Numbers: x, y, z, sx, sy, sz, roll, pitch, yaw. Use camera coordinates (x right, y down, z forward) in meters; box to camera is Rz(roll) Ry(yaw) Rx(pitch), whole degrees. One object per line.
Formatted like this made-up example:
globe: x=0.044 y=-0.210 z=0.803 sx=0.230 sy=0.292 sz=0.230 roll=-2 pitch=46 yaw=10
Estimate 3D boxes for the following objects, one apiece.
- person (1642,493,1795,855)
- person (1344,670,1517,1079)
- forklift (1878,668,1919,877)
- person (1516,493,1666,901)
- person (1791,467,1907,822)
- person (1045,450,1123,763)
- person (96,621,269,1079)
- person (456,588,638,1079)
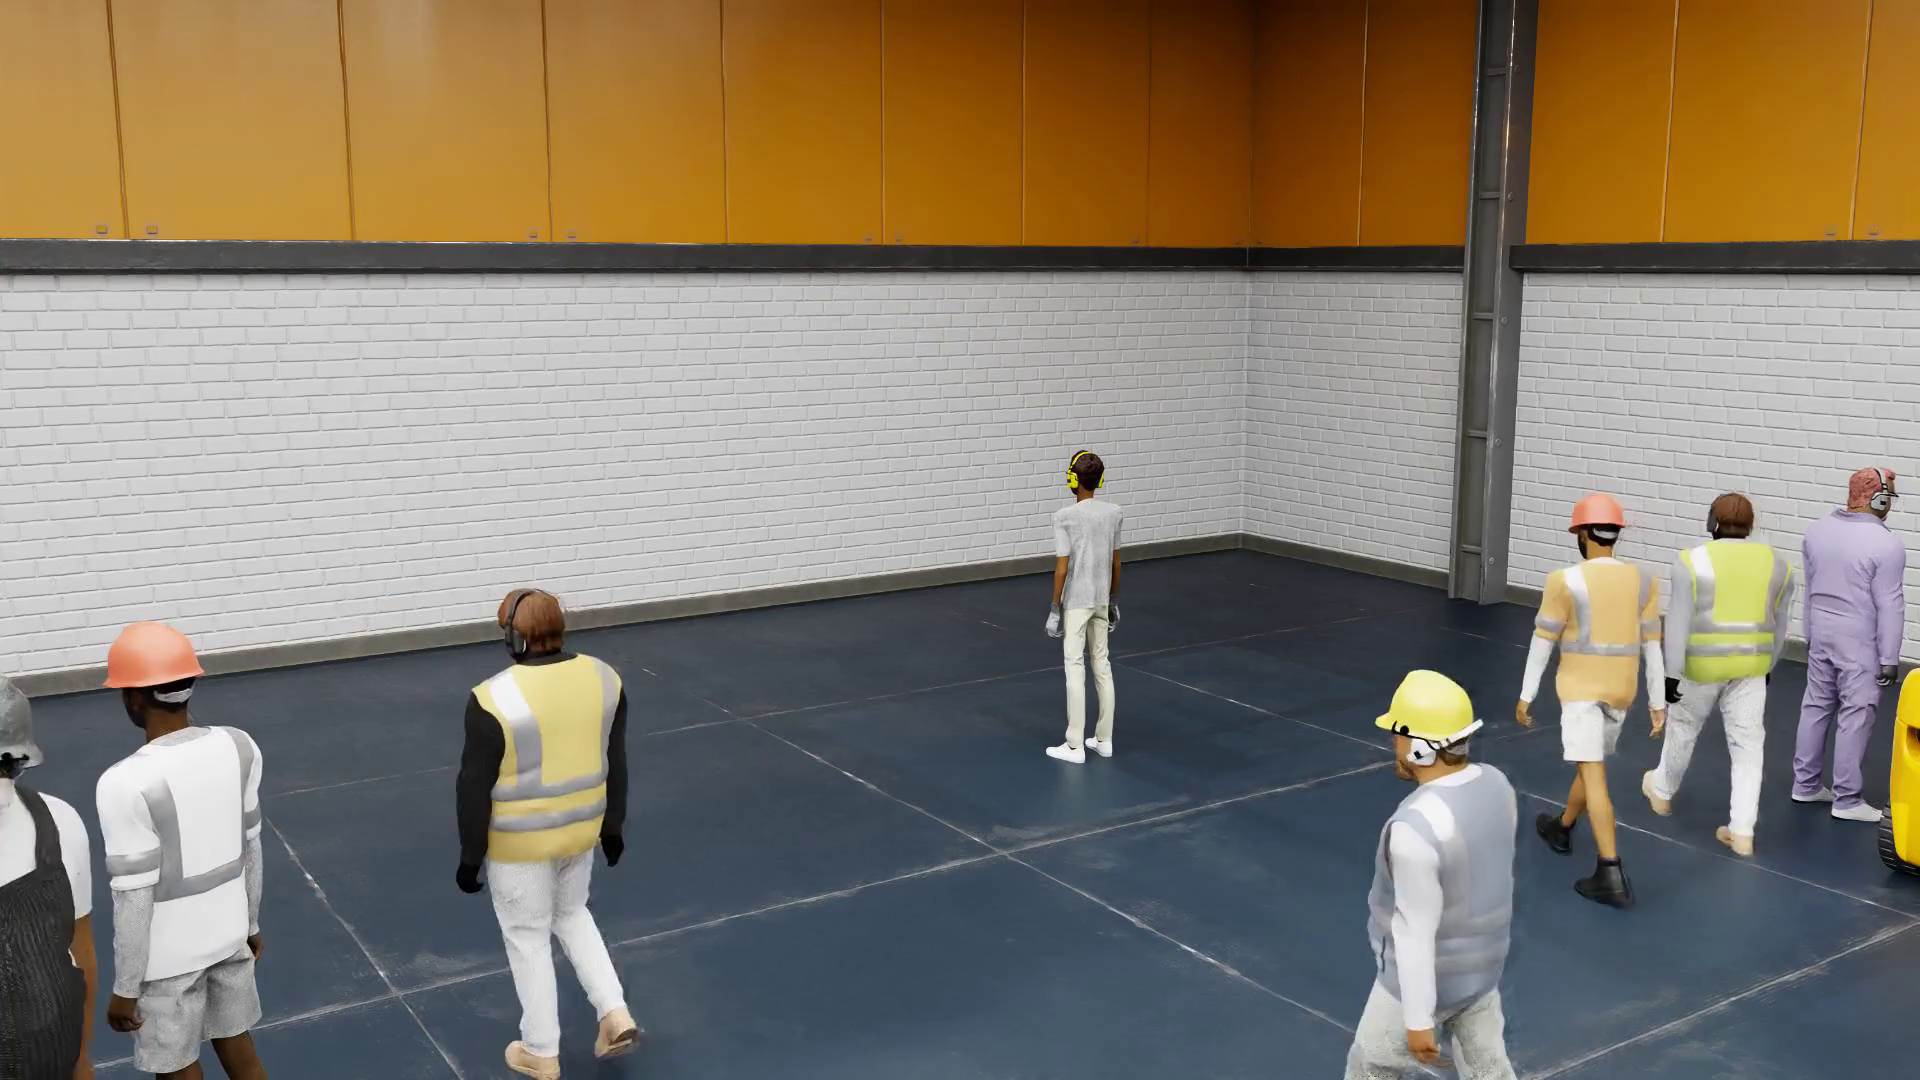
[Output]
person: x=3.927 y=0.647 z=8.653 sx=0.652 sy=1.792 sz=0.939 roll=0 pitch=9 yaw=3
person: x=1.464 y=1.267 z=4.951 sx=0.597 sy=1.792 sz=0.927 roll=-8 pitch=13 yaw=-42
forklift: x=5.511 y=0.571 z=7.906 sx=2.313 sy=2.155 sz=1.214 roll=-6 pitch=11 yaw=-33
person: x=3.029 y=0.723 z=7.988 sx=0.610 sy=1.867 sz=1.031 roll=-1 pitch=10 yaw=-8
person: x=4.800 y=0.551 z=8.921 sx=0.404 sy=1.900 sz=0.645 roll=-3 pitch=10 yaw=-15
person: x=0.736 y=0.396 z=9.936 sx=0.517 sy=1.872 sz=0.327 roll=-6 pitch=11 yaw=-33
person: x=-2.318 y=1.192 z=4.945 sx=0.377 sy=1.932 sz=0.552 roll=3 pitch=10 yaw=20
person: x=-1.491 y=1.072 z=5.995 sx=0.465 sy=1.824 sz=0.631 roll=8 pitch=12 yaw=38
